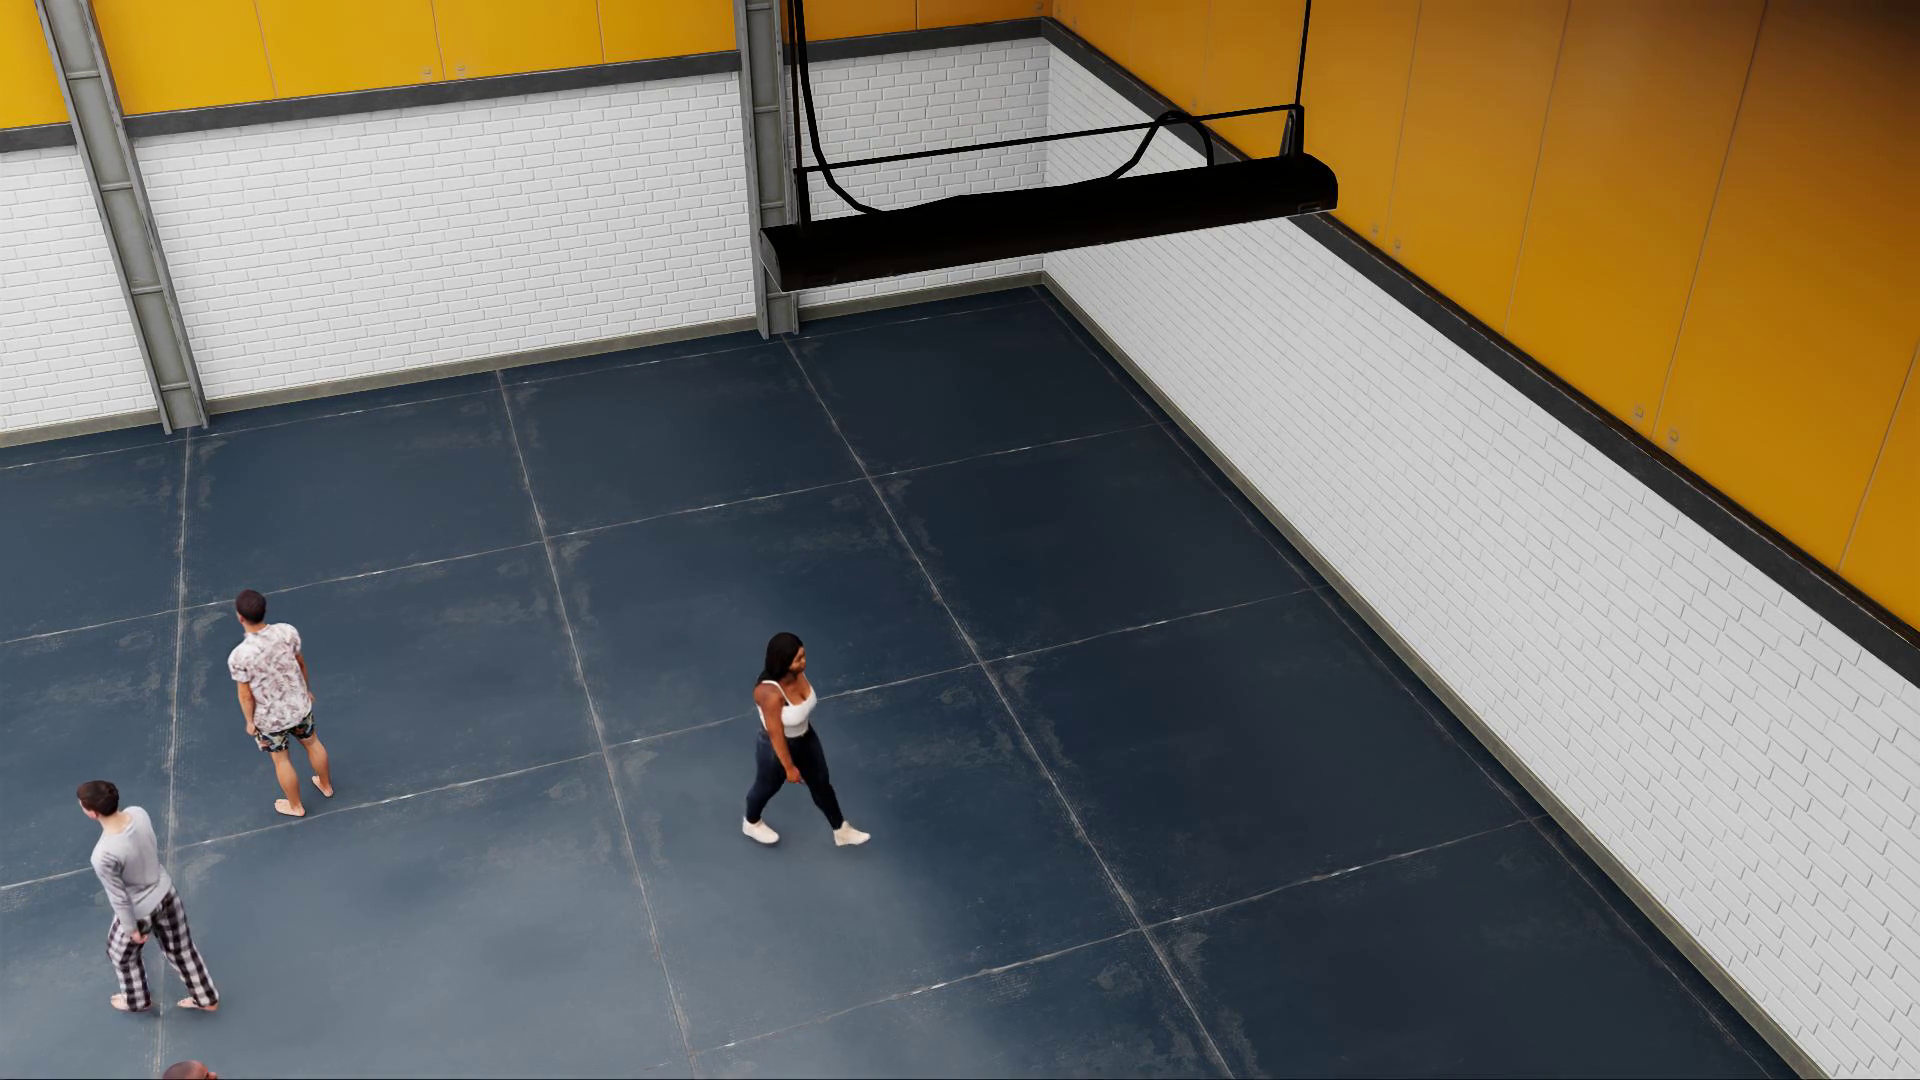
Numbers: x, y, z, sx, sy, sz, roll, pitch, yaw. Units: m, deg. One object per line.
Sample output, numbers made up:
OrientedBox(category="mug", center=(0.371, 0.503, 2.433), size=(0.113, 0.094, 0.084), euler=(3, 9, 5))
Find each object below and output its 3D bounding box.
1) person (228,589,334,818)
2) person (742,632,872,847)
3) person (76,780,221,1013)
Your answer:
OrientedBox(category="person", center=(-4.645, 1.112, 11.360), size=(0.811, 1.816, 0.702), euler=(22, 40, 30))
OrientedBox(category="person", center=(-1.255, 1.356, 11.041), size=(1.184, 1.763, 1.151), euler=(17, 37, 23))
OrientedBox(category="person", center=(-4.734, 2.139, 9.800), size=(1.024, 1.831, 0.916), euler=(9, 35, 13))
